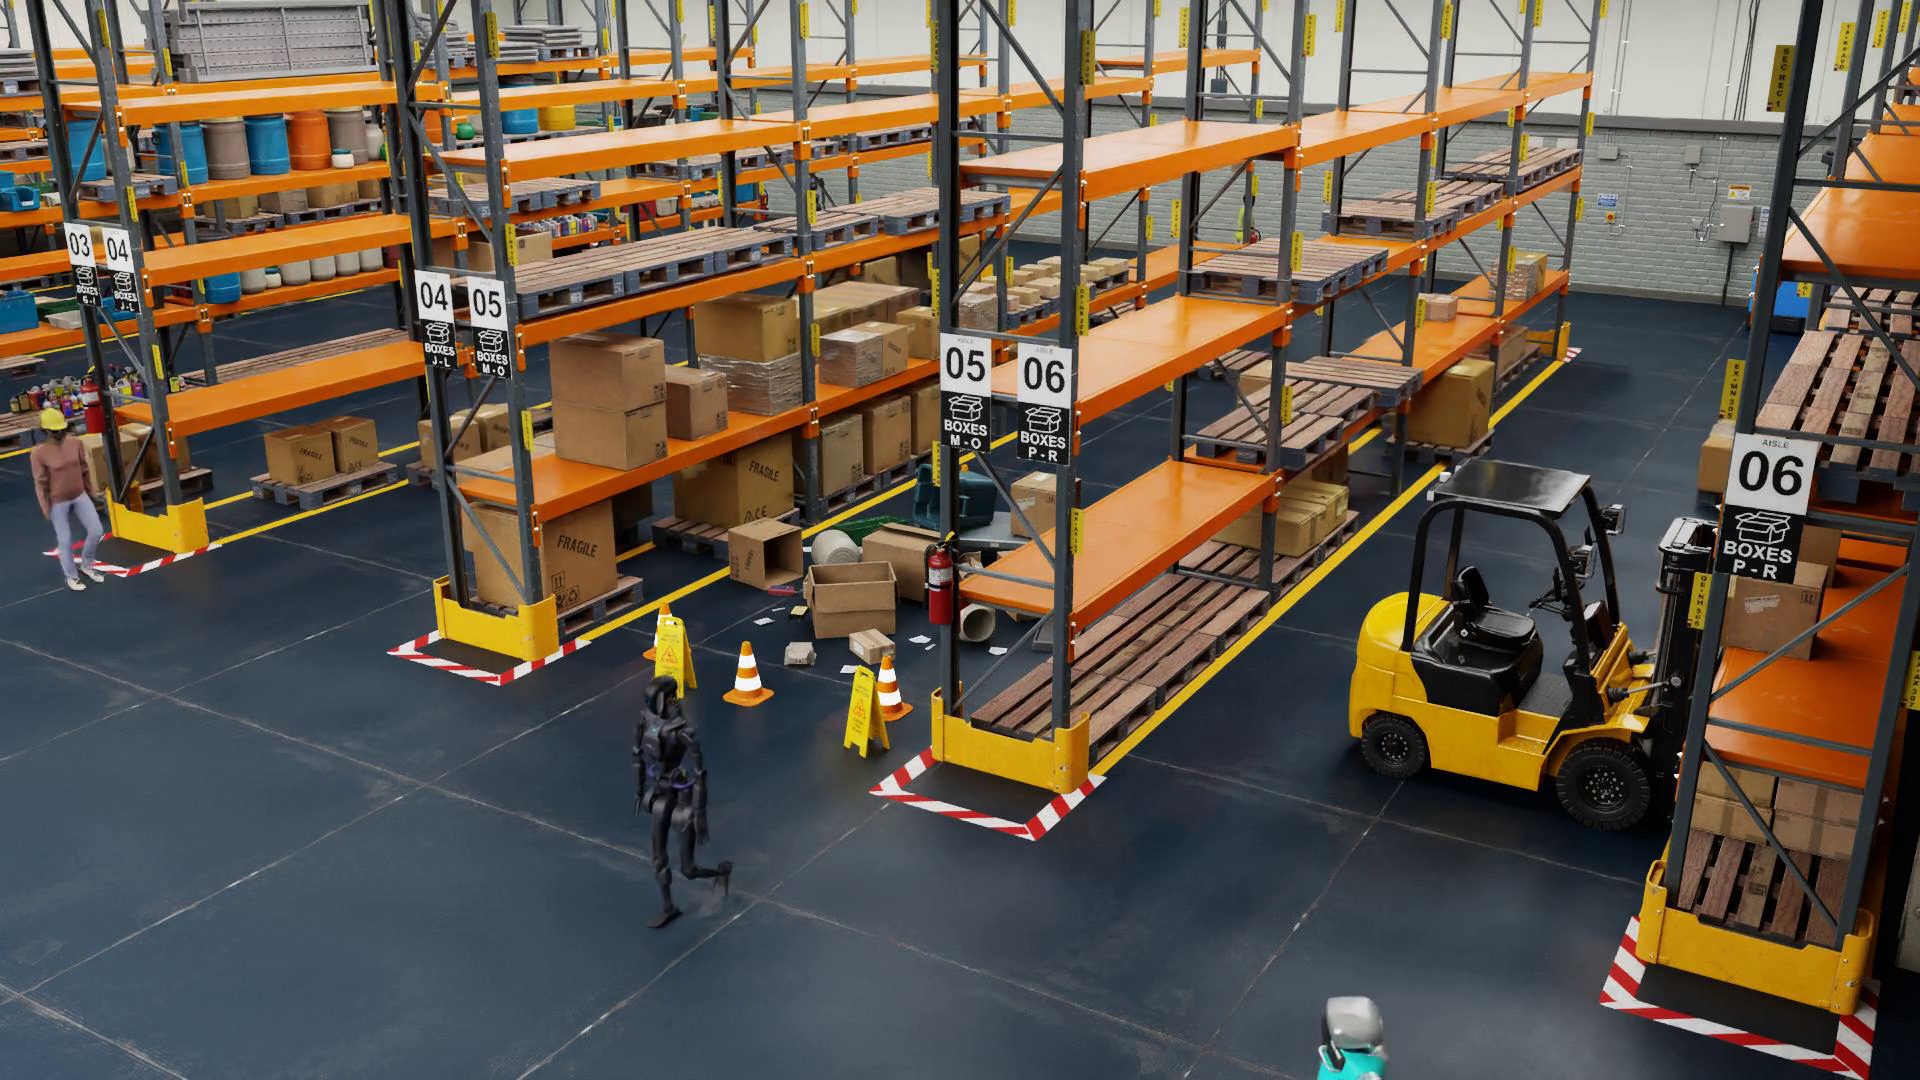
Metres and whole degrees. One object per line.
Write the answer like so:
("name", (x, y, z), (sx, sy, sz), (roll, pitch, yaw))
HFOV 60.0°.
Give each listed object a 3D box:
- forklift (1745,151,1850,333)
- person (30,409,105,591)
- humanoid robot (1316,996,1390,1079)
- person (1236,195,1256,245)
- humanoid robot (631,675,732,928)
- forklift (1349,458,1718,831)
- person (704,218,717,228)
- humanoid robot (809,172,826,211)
("forklift", (13.620, -4.667, 26.137), (1.873, 2.768, 1.129), (11, 22, 29))
("person", (-8.255, -0.368, 15.405), (0.433, 1.750, 0.552), (11, 22, 29))
("humanoid robot", (1.269, 2.694, 6.719), (0.801, 1.858, 0.543), (-2, 19, -5))
("person", (5.204, -5.500, 30.343), (0.320, 1.685, 0.540), (-2, 19, -5))
("humanoid robot", (-1.693, 1.527, 10.048), (0.615, 1.636, 0.516), (12, 23, 32))
("forklift", (3.988, 0.658, 11.776), (2.313, 2.155, 1.214), (11, 22, 29))
("person", (-5.237, -7.063, 34.865), (0.489, 1.688, 0.347), (-6, 20, -16))
("humanoid robot", (-3.100, -7.021, 34.775), (0.611, 1.642, 0.443), (-8, 20, -21))
